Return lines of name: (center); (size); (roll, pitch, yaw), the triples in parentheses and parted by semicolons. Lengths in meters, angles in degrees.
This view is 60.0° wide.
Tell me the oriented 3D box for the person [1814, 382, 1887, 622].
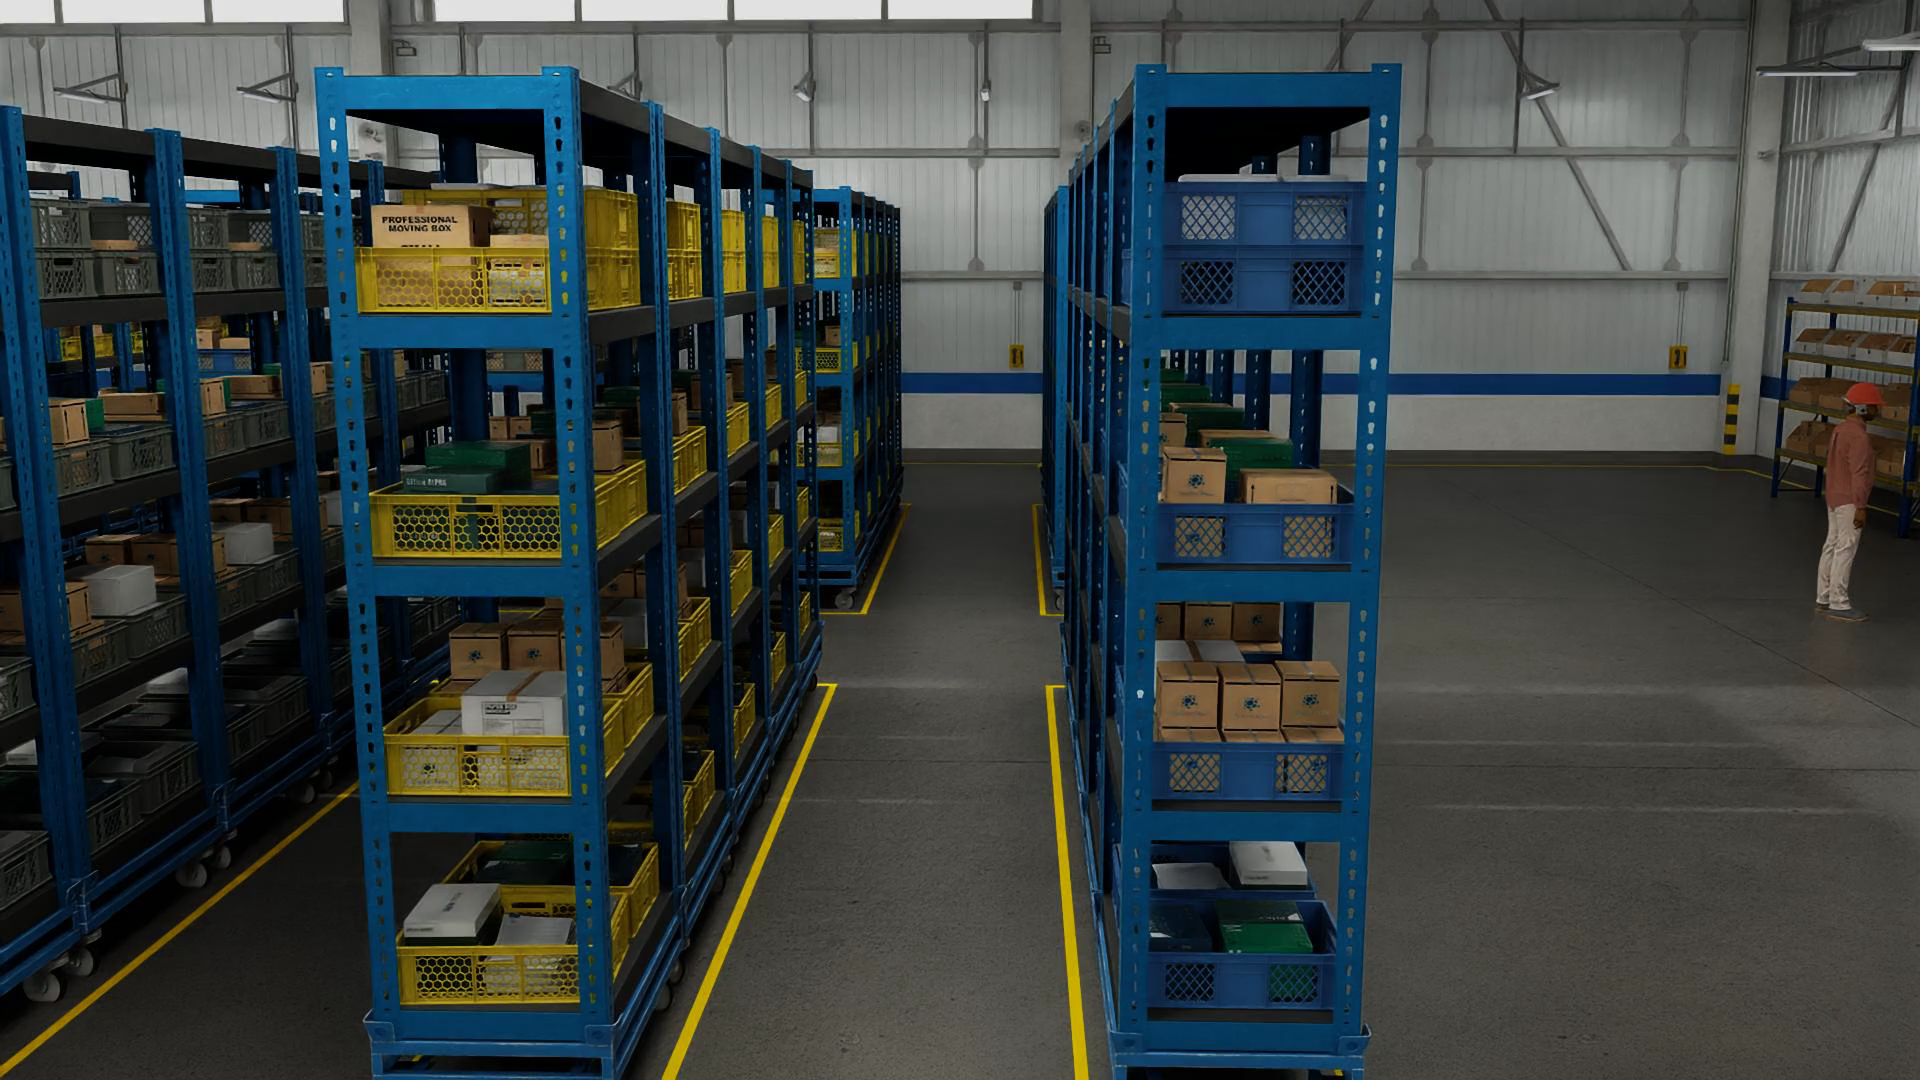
person: (7.444, -0.322, 13.896); (0.396, 1.992, 0.623); (2, 10, 9)
